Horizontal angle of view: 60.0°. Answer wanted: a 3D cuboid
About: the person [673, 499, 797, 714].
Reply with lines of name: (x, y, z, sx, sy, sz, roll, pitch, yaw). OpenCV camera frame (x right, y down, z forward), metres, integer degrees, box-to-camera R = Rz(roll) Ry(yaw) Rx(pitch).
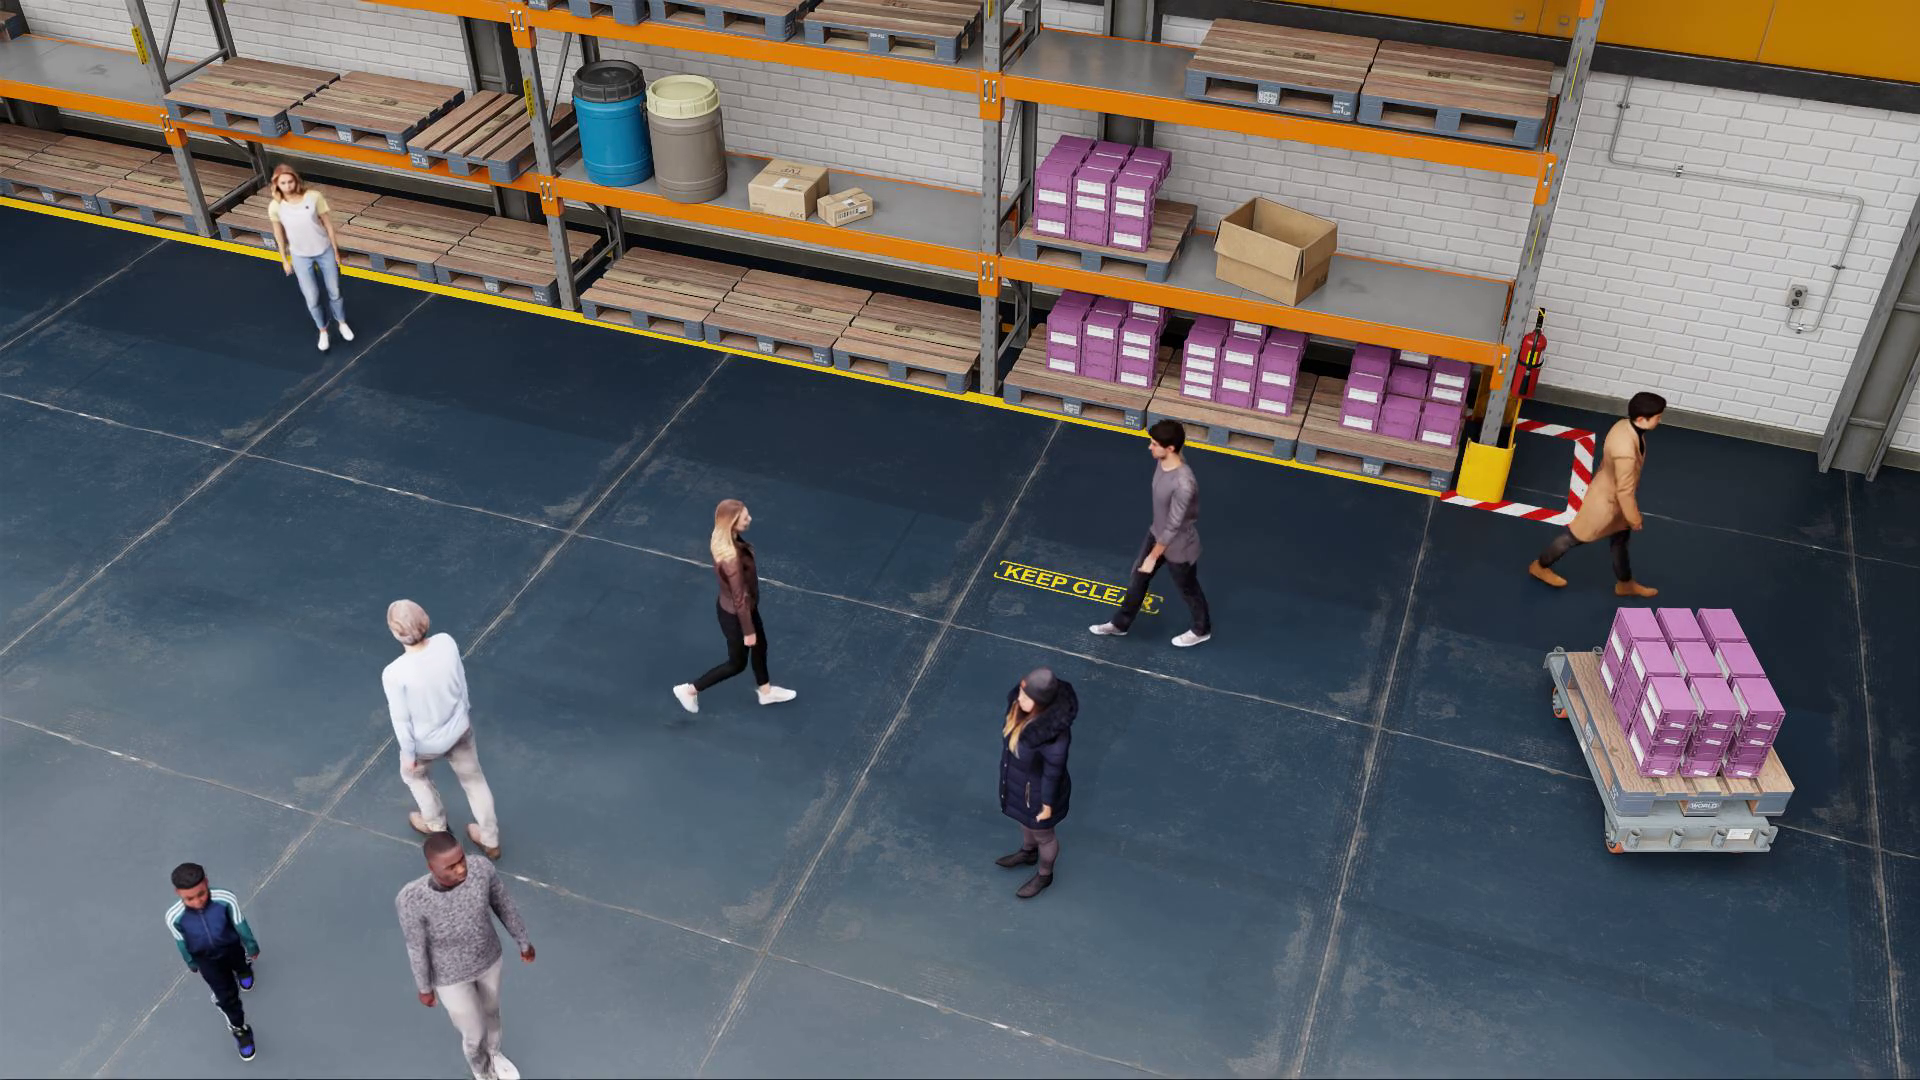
person: (-1.472, 0.471, 10.443, 1.109, 1.684, 0.920, -7, 39, -8)

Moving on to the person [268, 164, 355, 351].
person: (-5.465, -2.409, 14.028, 0.713, 1.710, 0.775, -16, 41, -19)

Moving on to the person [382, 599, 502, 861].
person: (-2.897, 1.150, 9.444, 0.982, 1.870, 0.867, 28, 46, 30)

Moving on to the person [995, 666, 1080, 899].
person: (0.432, 1.342, 9.360, 0.860, 1.674, 0.799, -16, 41, -19)

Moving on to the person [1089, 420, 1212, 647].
person: (1.507, -0.006, 10.941, 1.174, 1.808, 1.045, -10, 40, -13)

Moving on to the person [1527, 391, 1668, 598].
person: (4.347, -0.294, 11.404, 1.135, 1.681, 0.726, 17, 42, 20)

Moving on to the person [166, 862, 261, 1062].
person: (-3.909, 2.097, 8.769, 0.862, 1.231, 0.946, -19, 42, -22)

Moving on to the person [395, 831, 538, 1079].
person: (-2.506, 2.072, 8.322, 0.791, 1.829, 0.819, 31, 48, 33)
